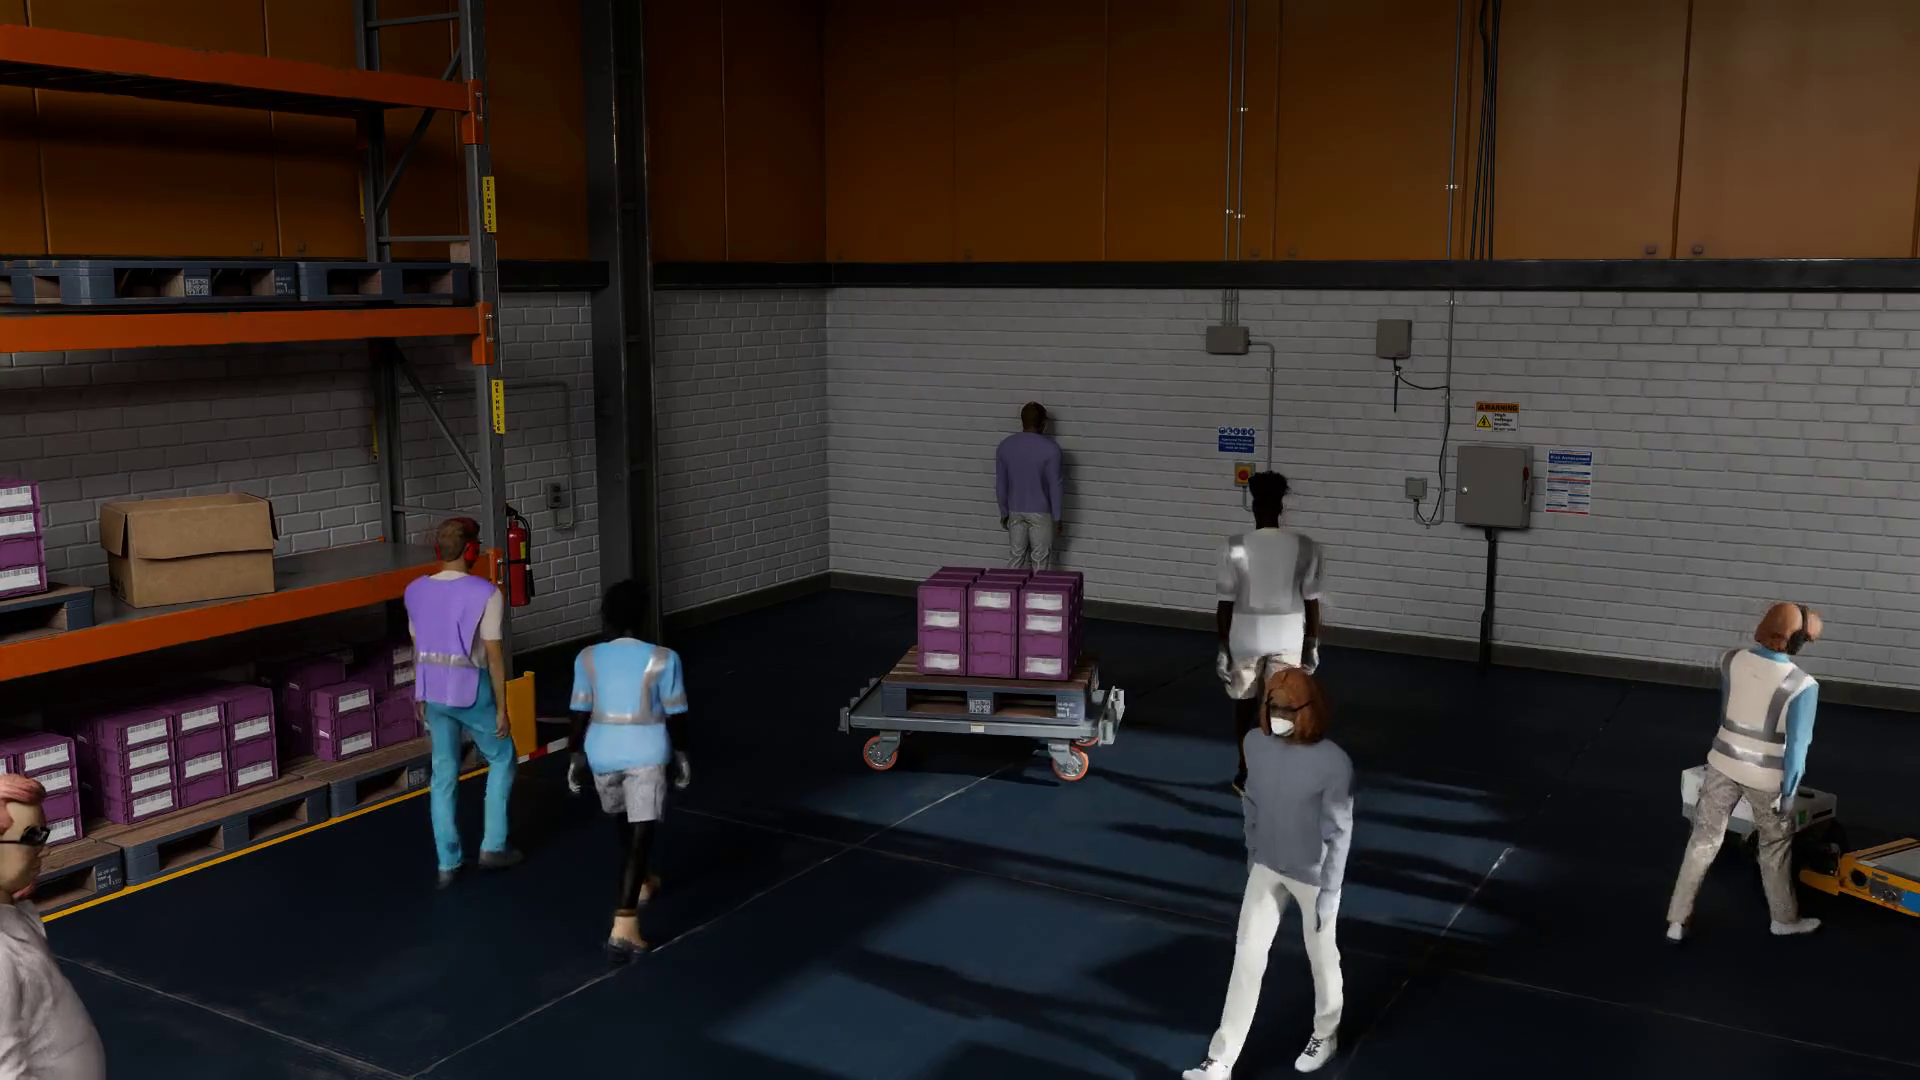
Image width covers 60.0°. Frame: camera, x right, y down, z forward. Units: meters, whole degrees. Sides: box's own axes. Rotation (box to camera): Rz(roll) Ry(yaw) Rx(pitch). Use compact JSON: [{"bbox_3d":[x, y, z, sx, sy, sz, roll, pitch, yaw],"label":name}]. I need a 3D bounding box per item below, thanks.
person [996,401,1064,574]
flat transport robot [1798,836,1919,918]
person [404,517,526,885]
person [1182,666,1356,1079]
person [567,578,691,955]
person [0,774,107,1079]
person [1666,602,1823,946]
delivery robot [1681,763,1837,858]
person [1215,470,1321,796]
[{"bbox_3d":[0.608,-0.222,14.329,0.635,1.936,0.352,6,11,32],"label":"person"},{"bbox_3d":[4.759,1.667,7.724,0.652,0.197,1.431,-5,10,-28],"label":"flat transport robot"},{"bbox_3d":[-2.473,0.788,8.355,0.591,1.822,0.620,3,10,17],"label":"person"},{"bbox_3d":[1.174,1.261,6.117,0.516,1.586,0.842,9,13,44],"label":"person"},{"bbox_3d":[-1.521,1.003,7.613,0.531,1.643,0.964,2,9,12],"label":"person"},{"bbox_3d":[-2.200,1.471,3.879,0.406,1.902,0.636,-7,12,-38],"label":"person"},{"bbox_3d":[3.530,1.059,7.416,0.838,1.595,0.514,-5,10,-29],"label":"person"},{"bbox_3d":[4.095,1.345,8.558,0.477,0.478,0.707,-6,11,-33],"label":"delivery robot"},{"bbox_3d":[1.738,0.577,9.350,0.607,1.940,0.833,0,9,-2],"label":"person"}]
